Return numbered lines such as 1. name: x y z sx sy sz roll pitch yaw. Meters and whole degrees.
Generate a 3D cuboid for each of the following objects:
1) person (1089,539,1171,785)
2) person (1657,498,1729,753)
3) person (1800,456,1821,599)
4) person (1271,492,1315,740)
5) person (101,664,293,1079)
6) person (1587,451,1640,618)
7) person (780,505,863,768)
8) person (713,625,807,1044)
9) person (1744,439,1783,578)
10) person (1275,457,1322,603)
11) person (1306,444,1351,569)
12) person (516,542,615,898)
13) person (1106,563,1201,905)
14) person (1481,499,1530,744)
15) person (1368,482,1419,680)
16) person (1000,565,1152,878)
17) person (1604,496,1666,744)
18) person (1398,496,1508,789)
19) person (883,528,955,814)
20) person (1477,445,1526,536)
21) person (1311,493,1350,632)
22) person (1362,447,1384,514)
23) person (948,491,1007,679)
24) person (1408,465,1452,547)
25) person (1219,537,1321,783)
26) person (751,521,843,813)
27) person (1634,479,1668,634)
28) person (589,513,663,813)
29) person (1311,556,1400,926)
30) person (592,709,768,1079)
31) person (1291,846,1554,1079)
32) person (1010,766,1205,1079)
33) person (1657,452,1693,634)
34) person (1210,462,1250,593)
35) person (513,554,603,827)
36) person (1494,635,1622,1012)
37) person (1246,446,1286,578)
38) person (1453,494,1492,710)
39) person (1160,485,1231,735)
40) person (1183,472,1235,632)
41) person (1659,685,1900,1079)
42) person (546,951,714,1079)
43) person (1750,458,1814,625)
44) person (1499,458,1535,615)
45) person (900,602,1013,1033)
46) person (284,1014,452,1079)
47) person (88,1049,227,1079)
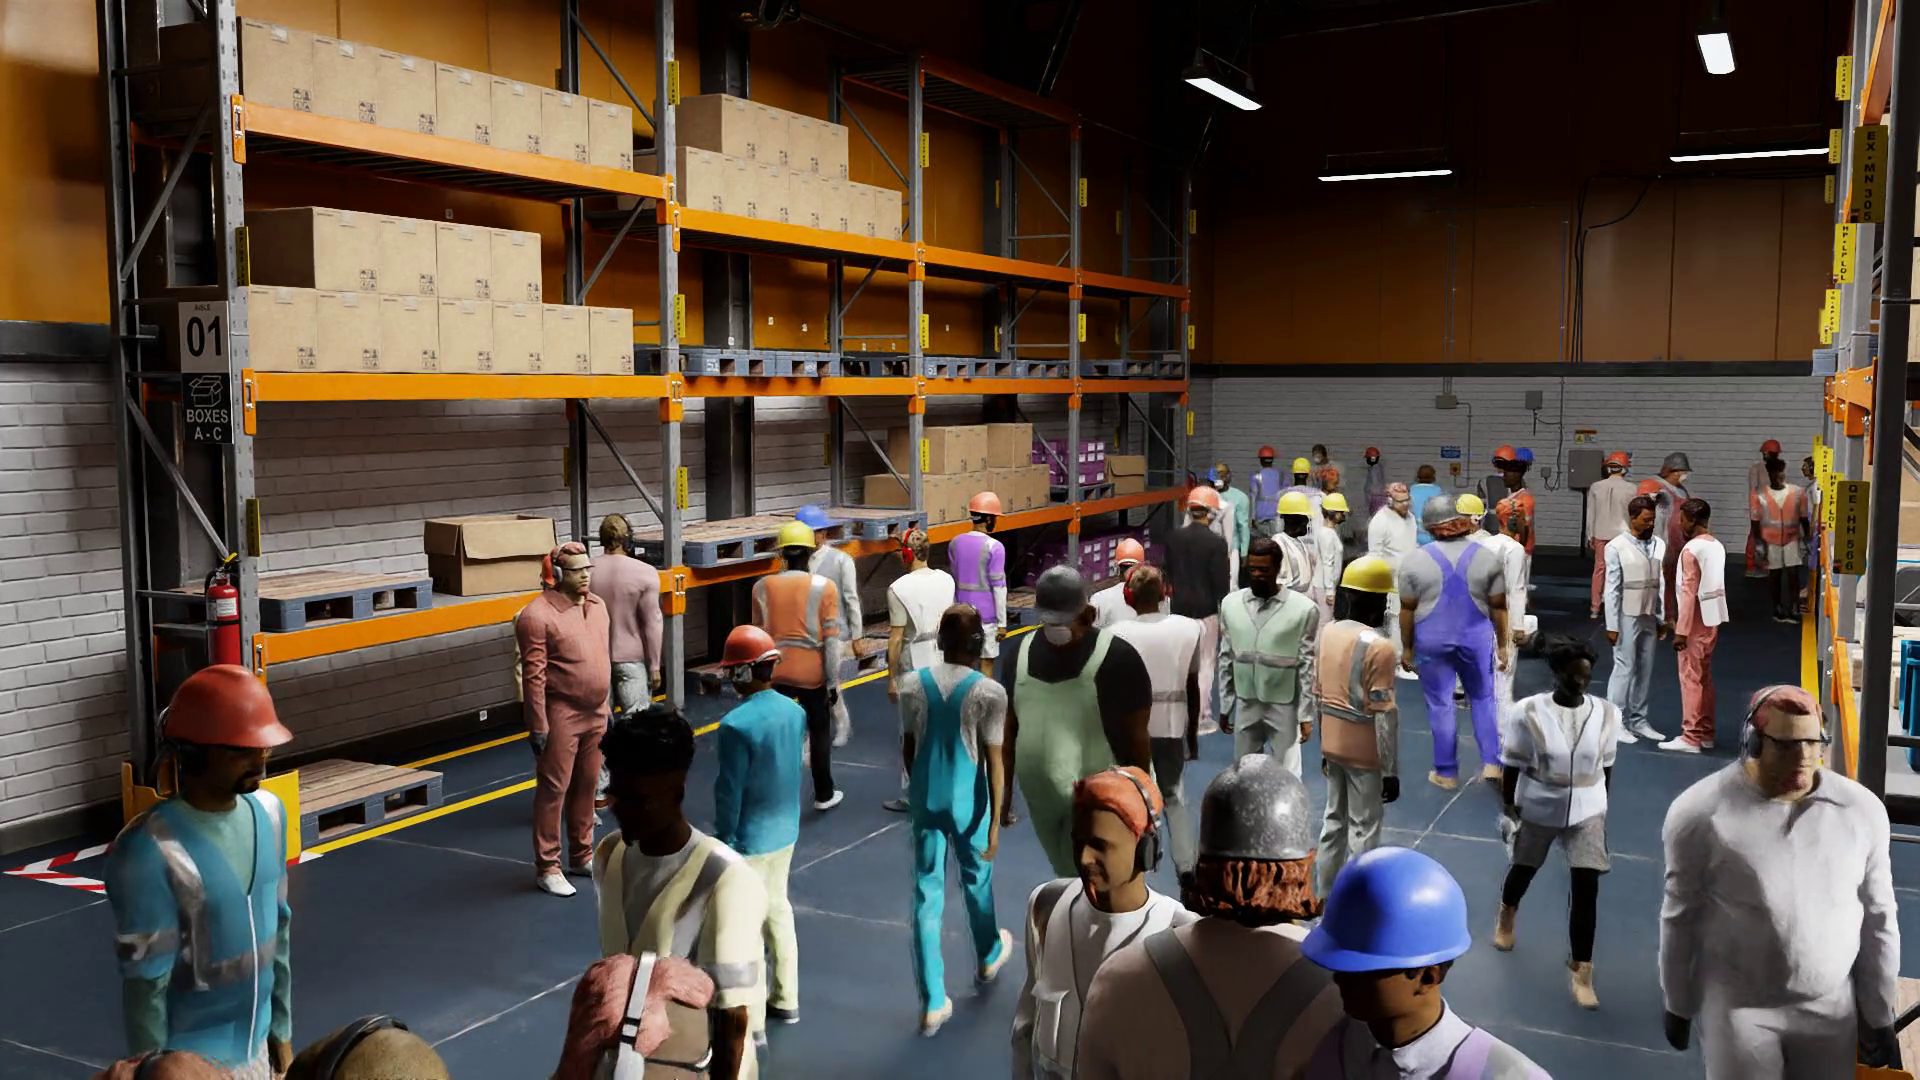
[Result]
1. person: 1.106 0.865 10.881 0.563 1.753 0.327 0 5 -2
2. person: 5.554 0.641 12.519 0.408 1.907 0.598 5 7 41
3. person: 10.981 -0.161 21.446 0.344 1.847 0.505 3 6 28
4. person: 2.583 0.583 13.009 0.367 1.928 0.584 3 6 26
5. person: -1.956 1.333 4.407 0.428 2.032 0.609 1 6 16
6. person: 7.680 -0.049 19.512 0.618 1.986 0.408 5 7 43
7. person: -1.016 0.671 12.305 0.615 1.891 0.984 3 6 27
8. person: -0.875 1.228 7.058 0.354 1.738 0.577 2 6 25
9. person: 11.542 -0.448 23.810 0.616 1.984 0.410 -3 6 -26
10. person: 3.899 0.020 19.047 0.590 1.930 0.358 1 5 8
11. person: 5.436 -0.479 24.628 0.656 1.890 0.559 4 7 37
12. person: -2.105 0.958 9.080 0.403 1.906 0.651 3 6 27
13. person: 1.019 1.032 8.750 0.582 1.820 0.741 -1 5 -10
14. person: 4.194 0.622 12.828 0.358 1.882 0.574 -1 5 -8
15. person: 4.010 0.374 15.671 0.657 1.865 0.759 -5 7 -44
16. person: 0.440 1.057 7.307 0.699 2.000 0.974 3 6 33
17. person: 5.202 0.609 12.848 0.598 1.908 0.401 -3 6 -29
18. person: 3.343 0.679 11.368 0.729 2.000 0.590 1 5 7
19. person: -0.247 0.843 10.707 0.393 1.836 0.560 5 7 42
20. person: 6.460 -0.105 19.796 0.608 2.043 0.369 5 7 42
21. person: 3.440 0.441 15.450 0.340 1.757 0.518 2 6 17
22. person: 6.769 -0.655 27.297 0.350 1.746 0.564 2 6 17
23. person: 0.164 0.582 13.055 0.550 1.925 0.385 5 7 42
24. person: 5.540 0.003 19.891 0.638 1.801 0.885 1 5 15
25. person: 1.745 0.930 9.414 0.588 1.907 0.397 3 6 33
26. person: -0.994 0.828 10.490 0.607 1.896 0.823 1 6 16
27. person: 7.510 0.204 18.127 0.388 1.734 0.572 2 6 23
28. person: -2.203 0.794 10.677 0.629 1.940 0.377 1 5 13
29. person: 1.958 1.037 8.134 0.372 1.924 0.593 -2 6 -22
30. person: -0.811 1.395 4.208 0.630 1.925 0.909 4 7 37
31. person: 0.793 1.502 3.028 0.605 1.944 0.402 5 7 42
32. person: 0.347 1.455 3.864 0.573 1.883 0.356 4 7 39
33. person: 7.881 0.024 18.423 0.708 2.000 0.535 -5 7 -43
34. person: 2.844 0.117 18.085 0.642 1.926 0.398 3 6 31
35. person: -2.460 0.931 10.283 0.575 1.736 0.355 -3 6 -32
36. person: 2.739 1.220 7.693 0.537 1.653 0.895 1 5 6
37. person: 4.306 -0.375 23.450 0.555 1.902 0.867 0 5 -4
38. person: 4.309 0.524 14.139 0.404 1.835 0.587 -1 5 -15
39. person: 1.836 0.555 13.082 0.580 1.969 0.665 -5 7 -42
40. person: 2.700 0.144 18.055 1.031 1.865 0.604 -4 7 -38
41. person: 2.439 1.349 5.004 0.651 1.882 0.765 0 5 5
42. person: -0.677 1.573 2.663 0.685 1.875 0.684 1 5 13
43. person: 9.443 0.021 19.082 0.702 1.917 0.775 2 6 19
44. person: 6.080 0.089 18.191 0.372 1.961 0.606 0 5 2
45. person: 0.001 1.168 7.357 0.514 1.801 0.927 1 6 15
46. person: -0.815 1.583 2.266 0.370 1.930 0.626 2 6 23
47. person: -1.286 1.671 2.879 0.390 1.629 0.554 0 5 -4
